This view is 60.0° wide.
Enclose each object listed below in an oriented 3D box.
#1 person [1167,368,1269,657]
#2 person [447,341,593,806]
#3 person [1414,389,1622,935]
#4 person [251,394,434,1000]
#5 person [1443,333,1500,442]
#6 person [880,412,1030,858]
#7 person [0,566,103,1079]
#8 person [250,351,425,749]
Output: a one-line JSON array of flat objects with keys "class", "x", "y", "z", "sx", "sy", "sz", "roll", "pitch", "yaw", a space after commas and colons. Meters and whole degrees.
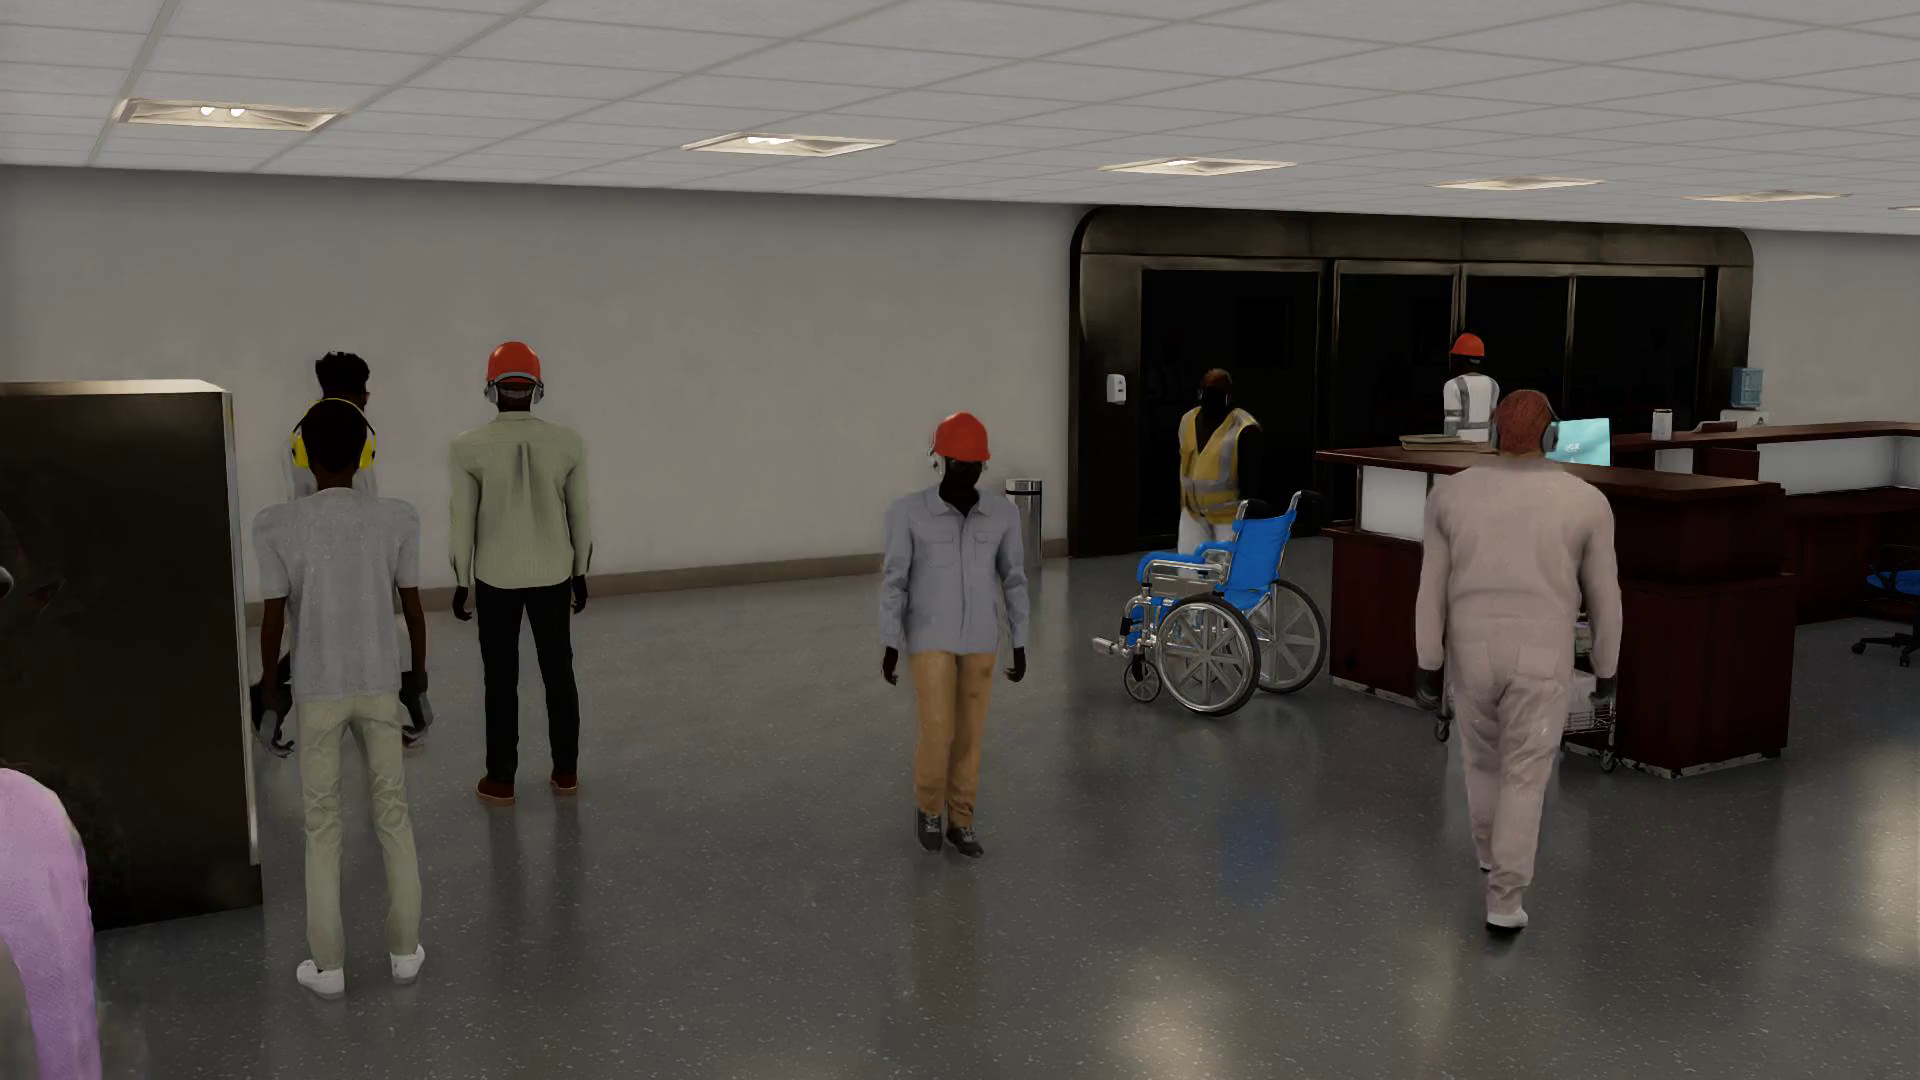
[{"class": "person", "x": 1.625, "y": -0.187, "z": 10.388, "sx": 0.667, "sy": 1.795, "sz": 0.908, "roll": 8, "pitch": 11, "yaw": 44}, {"class": "person", "x": -1.894, "y": 0.146, "z": 7.184, "sx": 0.614, "sy": 1.994, "sz": 0.381, "roll": -4, "pitch": 9, "yaw": -29}, {"class": "person", "x": 1.980, "y": 0.396, "z": 5.903, "sx": 0.673, "sy": 1.851, "sz": 1.014, "roll": 4, "pitch": 9, "yaw": 28}, {"class": "person", "x": -1.914, "y": 0.488, "z": 5.182, "sx": 0.520, "sy": 1.866, "sz": 0.326, "roll": -4, "pitch": 9, "yaw": -29}, {"class": "person", "x": 4.159, "y": -0.728, "z": 13.706, "sx": 0.547, "sy": 1.942, "sz": 0.351, "roll": -4, "pitch": 9, "yaw": -29}, {"class": "person", "x": -0.007, "y": 0.375, "z": 6.422, "sx": 0.592, "sy": 1.736, "sz": 0.373, "roll": -3, "pitch": 8, "yaw": -21}, {"class": "person", "x": -1.022, "y": 0.899, "z": 1.771, "sx": 1.046, "sy": 2.000, "sz": 0.624, "roll": -3, "pitch": 8, "yaw": -18}, {"class": "person", "x": -3.054, "y": 0.065, "z": 7.980, "sx": 0.810, "sy": 1.945, "sz": 0.603, "roll": 1, "pitch": 8, "yaw": 10}]
